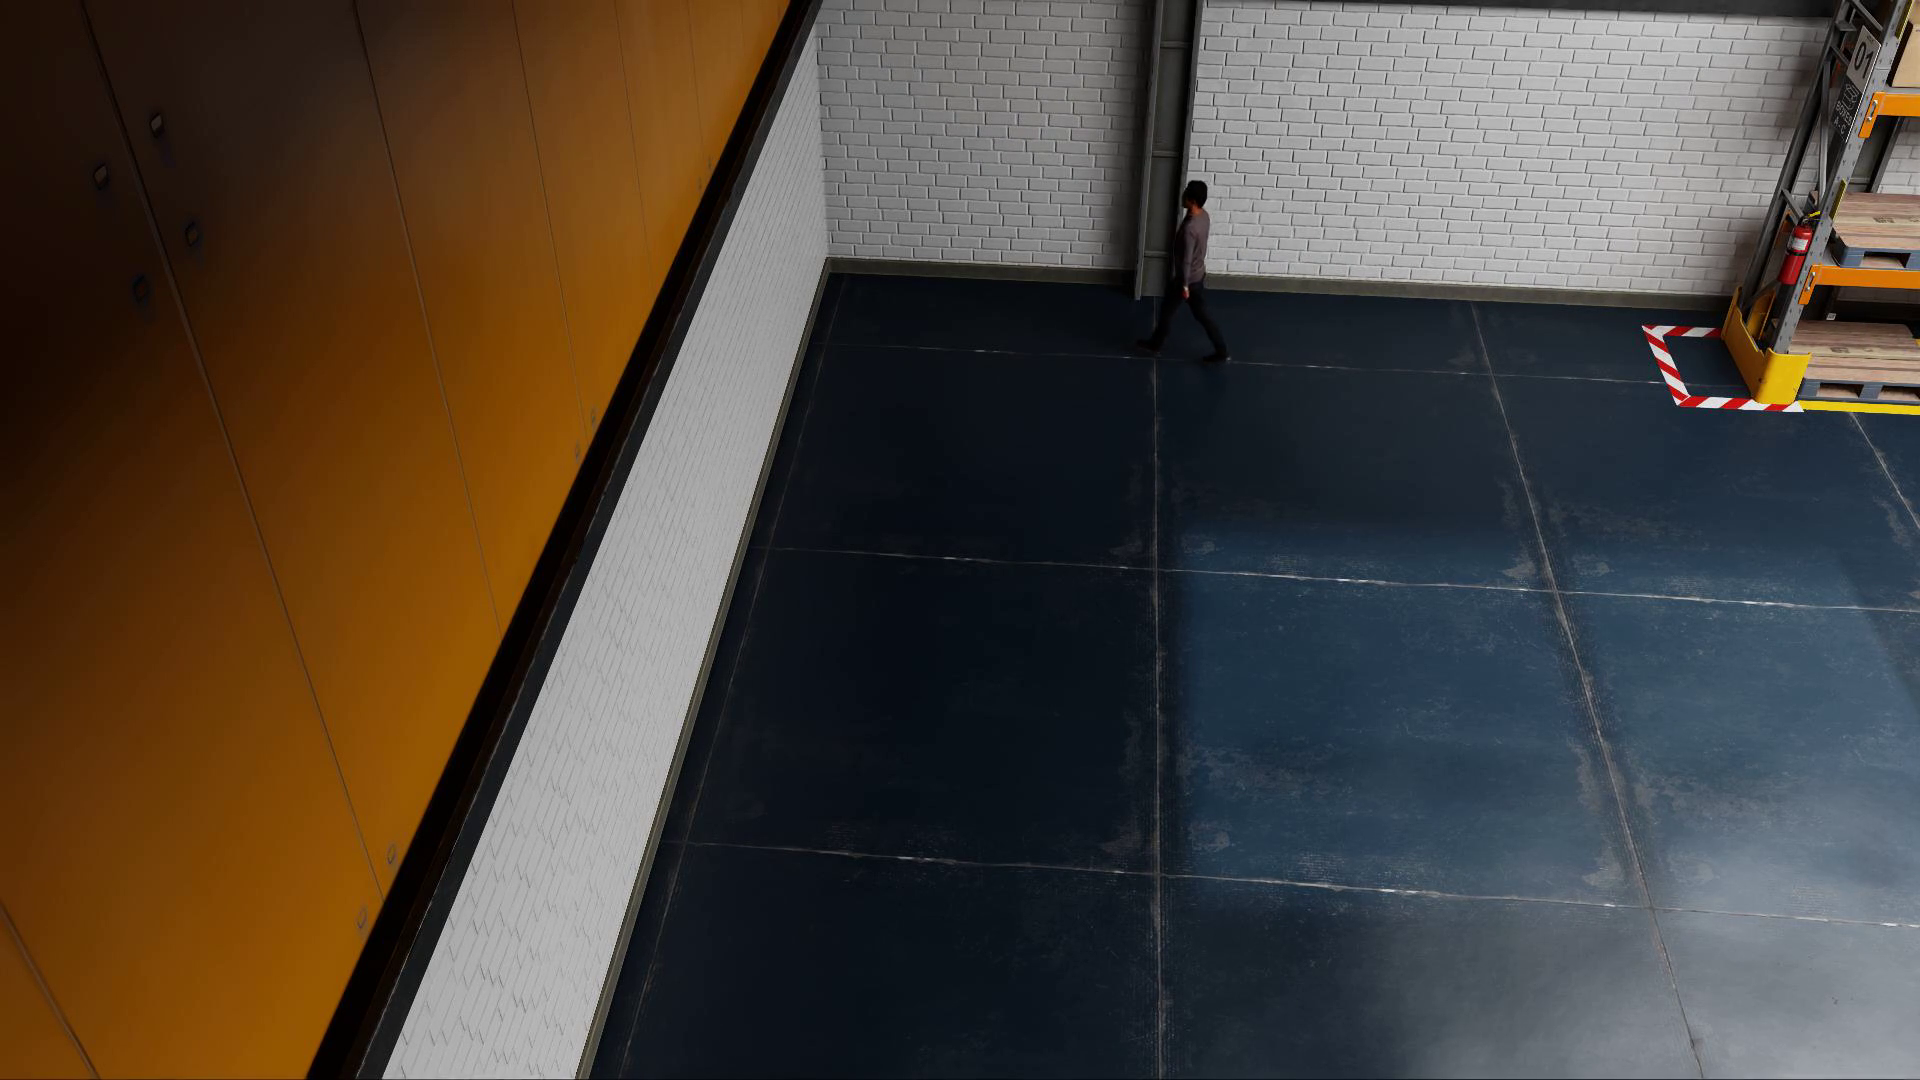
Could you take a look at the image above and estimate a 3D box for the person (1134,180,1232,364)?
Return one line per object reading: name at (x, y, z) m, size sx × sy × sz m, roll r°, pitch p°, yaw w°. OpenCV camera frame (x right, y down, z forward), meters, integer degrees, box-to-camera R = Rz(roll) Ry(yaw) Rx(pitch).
person at (2.075, -2.271, 14.448) m, size 0.938 × 1.732 × 1.230 m, roll 4°, pitch 39°, yaw 5°
